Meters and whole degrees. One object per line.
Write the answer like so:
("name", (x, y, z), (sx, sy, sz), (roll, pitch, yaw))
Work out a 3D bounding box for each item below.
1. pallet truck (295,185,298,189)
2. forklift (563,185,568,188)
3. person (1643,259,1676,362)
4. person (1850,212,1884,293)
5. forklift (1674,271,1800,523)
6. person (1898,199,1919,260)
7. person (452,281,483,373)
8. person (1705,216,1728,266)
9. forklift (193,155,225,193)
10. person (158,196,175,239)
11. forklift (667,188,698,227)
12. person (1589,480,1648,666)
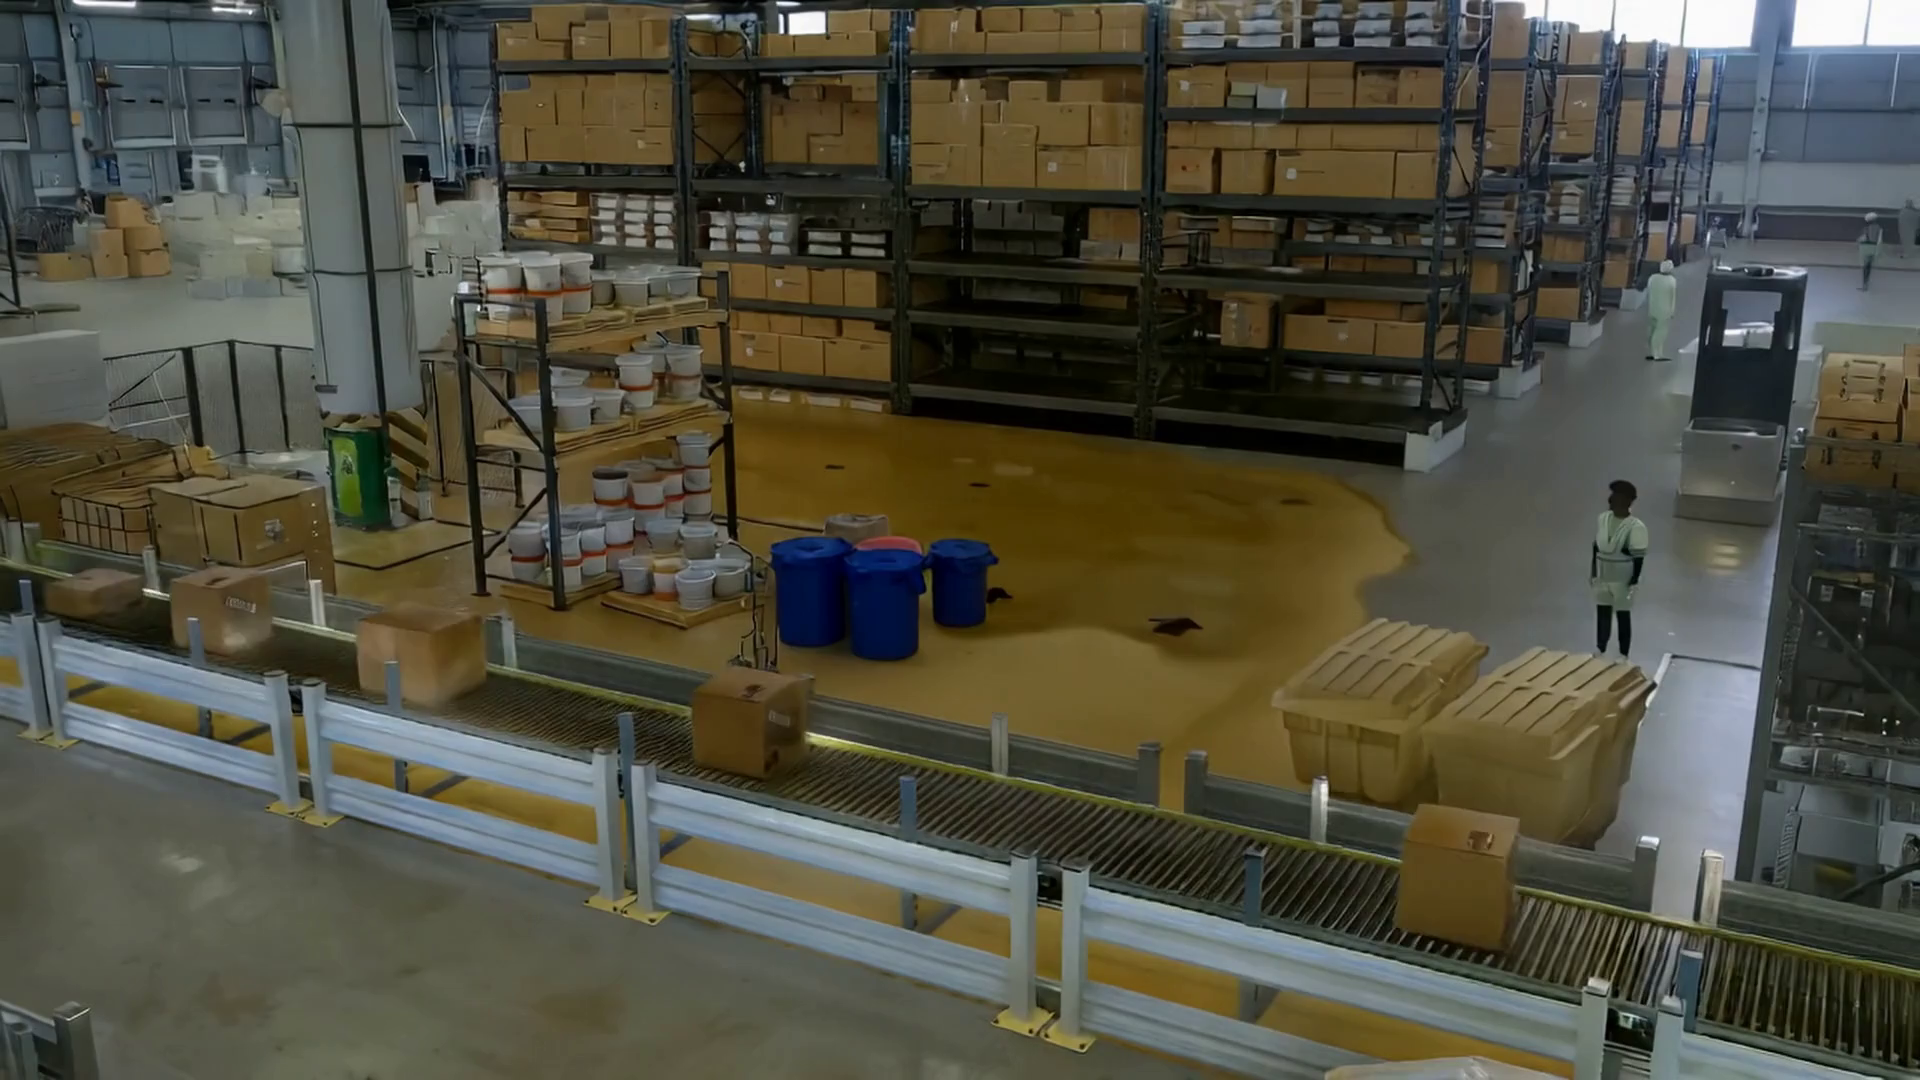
("pallet truck", (-26.804, -14.617, 69.738), (1.885, 1.965, 0.823), (-14, 20, -42))
("forklift", (-14.755, -13.448, 63.654), (1.873, 2.768, 1.129), (8, 17, 28))
("person", (13.132, -4.293, 31.129), (0.398, 1.899, 0.650), (-6, 16, -23))
("person", (23.080, -7.343, 42.380), (0.638, 1.994, 1.002), (0, 15, 1))
("forklift", (9.269, -1.763, 19.726), (1.129, 2.768, 1.873), (8, 17, 27))
("person", (28.882, -9.442, 50.588), (0.714, 1.845, 0.952), (6, 16, 20))
("person", (-8.678, -3.720, 29.348), (0.530, 1.697, 0.321), (-10, 18, -34))
("person", (20.774, -8.065, 45.757), (0.581, 1.650, 0.799), (2, 15, 7))
("forklift", (-26.647, -12.289, 59.298), (1.129, 2.768, 1.873), (-3, 15, -12))
("person", (-24.341, -9.599, 51.047), (0.597, 1.905, 0.598), (3, 15, 10))
("forklift", (-8.099, -9.401, 48.440), (1.129, 2.768, 1.873), (8, 17, 28))
("person", (5.579, 0.319, 14.167), (0.319, 1.695, 0.538), (-6, 16, -21))
